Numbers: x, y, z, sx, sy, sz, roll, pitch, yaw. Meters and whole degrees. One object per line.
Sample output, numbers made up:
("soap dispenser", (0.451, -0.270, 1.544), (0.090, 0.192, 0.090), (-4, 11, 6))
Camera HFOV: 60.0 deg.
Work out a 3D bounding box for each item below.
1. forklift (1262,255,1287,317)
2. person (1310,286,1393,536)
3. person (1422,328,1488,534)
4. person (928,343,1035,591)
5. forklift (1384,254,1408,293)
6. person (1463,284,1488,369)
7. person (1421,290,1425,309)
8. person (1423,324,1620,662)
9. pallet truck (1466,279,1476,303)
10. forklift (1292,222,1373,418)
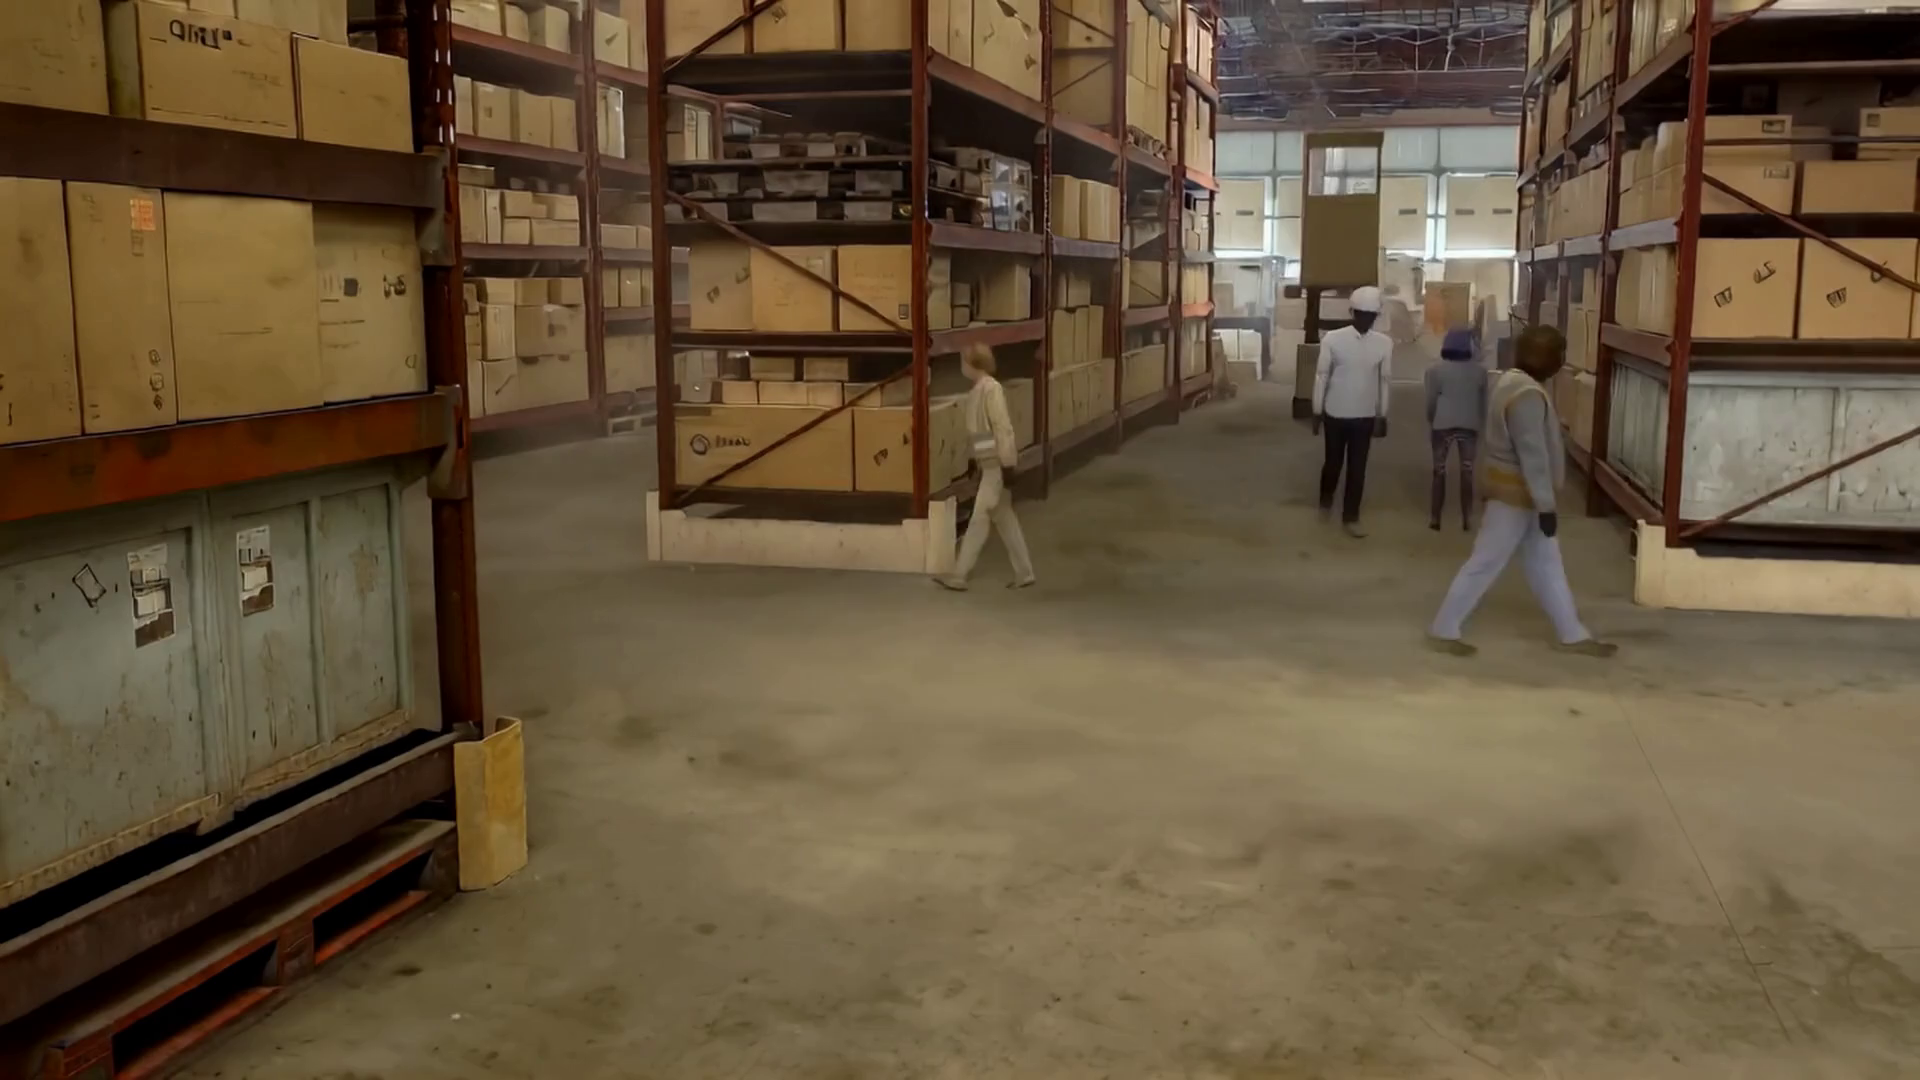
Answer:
("forklift", (10.799, -8.409, 57.195), (1.129, 2.768, 1.873), (-9, 12, -44))
("person", (3.097, -1.028, 13.208), (0.644, 1.972, 0.602), (-1, 9, -4))
("person", (3.922, -0.863, 13.201), (0.498, 1.633, 0.285), (3, 9, 16))
("person", (0.165, -0.461, 10.737), (0.744, 1.593, 0.582), (-2, 9, -15))
("forklift", (14.512, -8.215, 55.966), (1.129, 2.768, 1.873), (-2, 9, -13))
("person", (11.258, -4.655, 36.468), (0.754, 1.900, 0.595), (0, 9, 0))
("person", (15.709, -7.621, 56.118), (0.306, 1.639, 0.522), (2, 9, 10))
("person", (2.935, -0.226, 8.689), (1.000, 1.791, 0.637), (3, 9, 16))
("pallet truck", (18.896, -8.459, 60.307), (1.885, 1.965, 0.823), (5, 10, 31))
("forklift", (5.478, -3.211, 24.173), (1.129, 2.768, 1.873), (2, 9, 15))
